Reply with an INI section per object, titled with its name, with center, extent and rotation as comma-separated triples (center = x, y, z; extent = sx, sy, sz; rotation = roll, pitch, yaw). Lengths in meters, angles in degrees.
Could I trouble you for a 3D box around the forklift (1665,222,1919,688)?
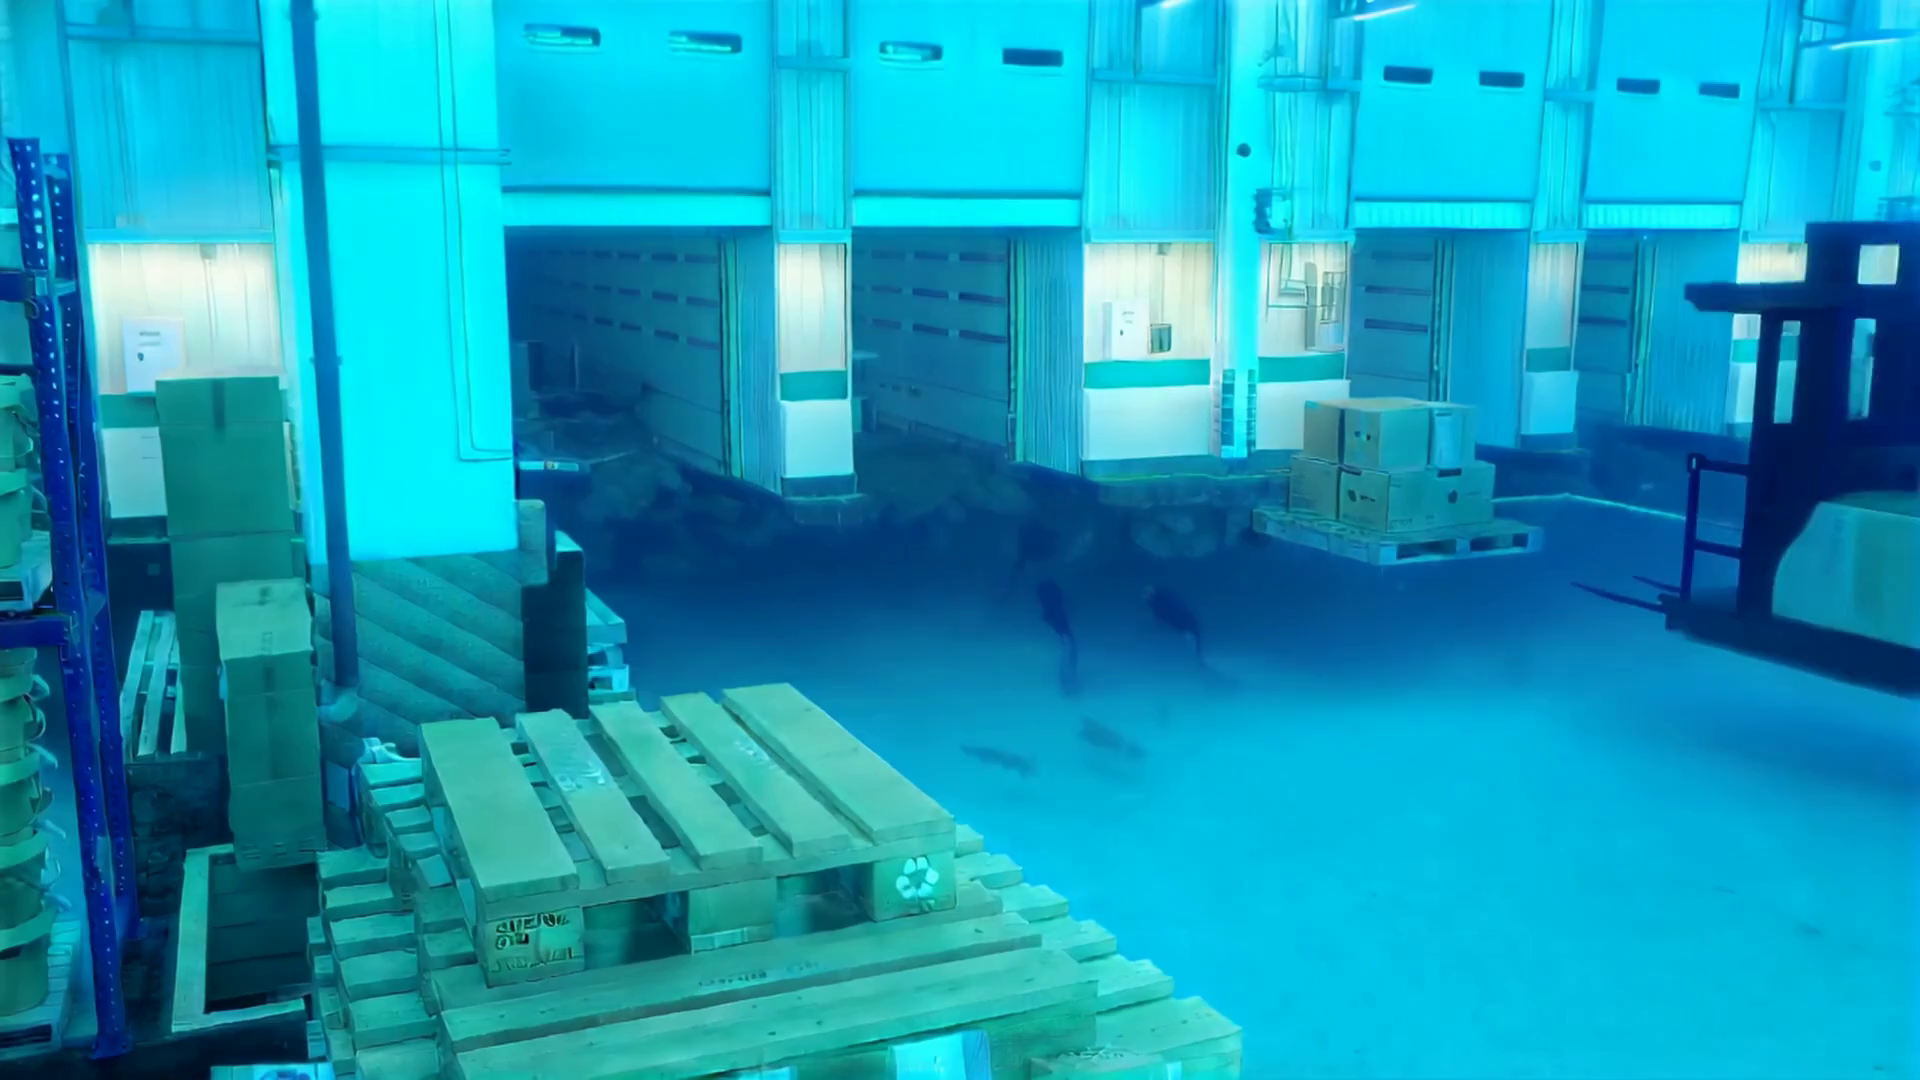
[forklift]
center = 5.764, -0.627, 10.642
extent = 1.129, 2.768, 1.873
rotation = -4, 11, -23
